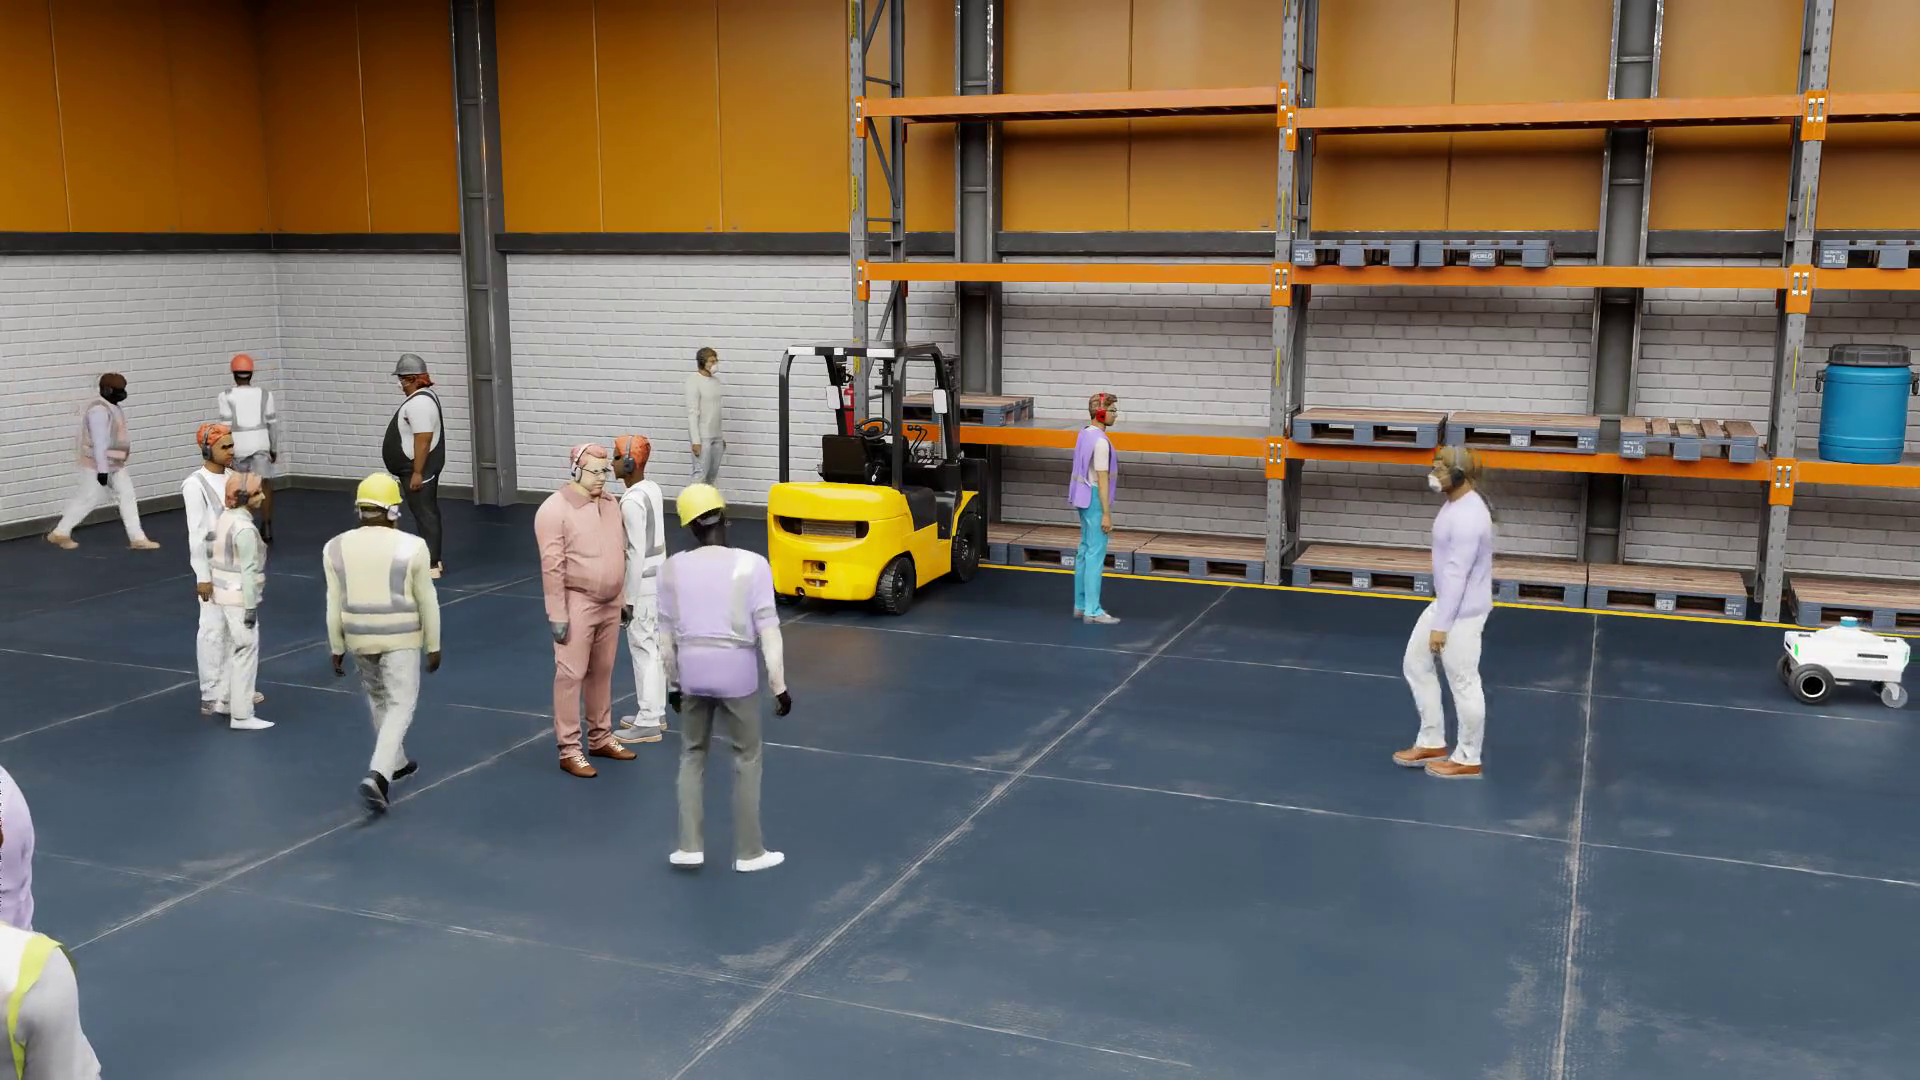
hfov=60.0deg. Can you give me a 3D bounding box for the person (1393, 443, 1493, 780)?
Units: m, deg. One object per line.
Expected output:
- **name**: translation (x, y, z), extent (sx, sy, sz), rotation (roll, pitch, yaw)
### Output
- **person**: translation (2.686, 0.413, 9.346), extent (0.635, 1.918, 0.660), rotation (2, 10, 9)

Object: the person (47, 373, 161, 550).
- **person**: translation (-8.477, -0.752, 16.291), extent (0.967, 1.781, 0.633), rotation (-1, 10, -7)

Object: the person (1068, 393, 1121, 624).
- **person**: translation (1.065, -0.255, 13.280), extent (0.375, 1.844, 0.567), rotation (-2, 10, -11)

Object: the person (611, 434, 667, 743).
- **person**: translation (-1.961, 0.294, 10.124), extent (0.356, 1.883, 0.572), rotation (0, 10, 1)

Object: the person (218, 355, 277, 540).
- **person**: translation (-7.287, -0.954, 17.070), extent (0.565, 1.886, 0.995), rotation (-7, 12, -34)

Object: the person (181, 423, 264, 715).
- **person**: translation (-4.773, 0.182, 10.740), extent (0.337, 1.882, 0.584), rotation (0, 10, 2)

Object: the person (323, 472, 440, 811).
- **person**: translation (-3.131, 0.539, 9.000), extent (0.602, 1.806, 0.840), rotation (1, 10, 5)

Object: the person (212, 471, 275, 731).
- **person**: translation (-4.463, 0.382, 10.345), extent (0.329, 1.626, 0.532), rotation (-7, 12, -33)

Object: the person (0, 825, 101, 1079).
- **person**: translation (-2.197, 1.462, 3.743), extent (0.621, 1.841, 0.429), rotation (0, 10, 2)

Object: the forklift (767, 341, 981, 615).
- **forklift**: translation (-0.739, -0.602, 14.246), extent (1.214, 2.155, 2.313), rotation (4, 11, 21)

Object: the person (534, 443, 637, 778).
- **person**: translation (-2.118, 0.387, 9.555), extent (0.406, 1.903, 0.638), rotation (5, 11, 27)

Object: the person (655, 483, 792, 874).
- **person**: translation (-1.140, 0.682, 7.999), extent (0.668, 1.896, 0.402), rotation (3, 11, 14)

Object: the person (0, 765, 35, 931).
- **person**: translation (-2.800, 1.270, 4.647), extent (0.402, 1.902, 0.641), rotation (-10, 14, -44)

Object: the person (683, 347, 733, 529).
- **person**: translation (-2.677, -1.070, 17.609), extent (0.446, 1.937, 0.645), rotation (4, 11, 20)

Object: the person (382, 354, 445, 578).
- **person**: translation (-4.938, -0.670, 15.050), extent (0.537, 2.000, 0.689), rotation (-2, 10, -11)

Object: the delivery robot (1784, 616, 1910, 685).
- **delivery robot**: translation (5.869, 0.751, 11.016), extent (0.707, 0.478, 0.477), rotation (3, 11, 15)
